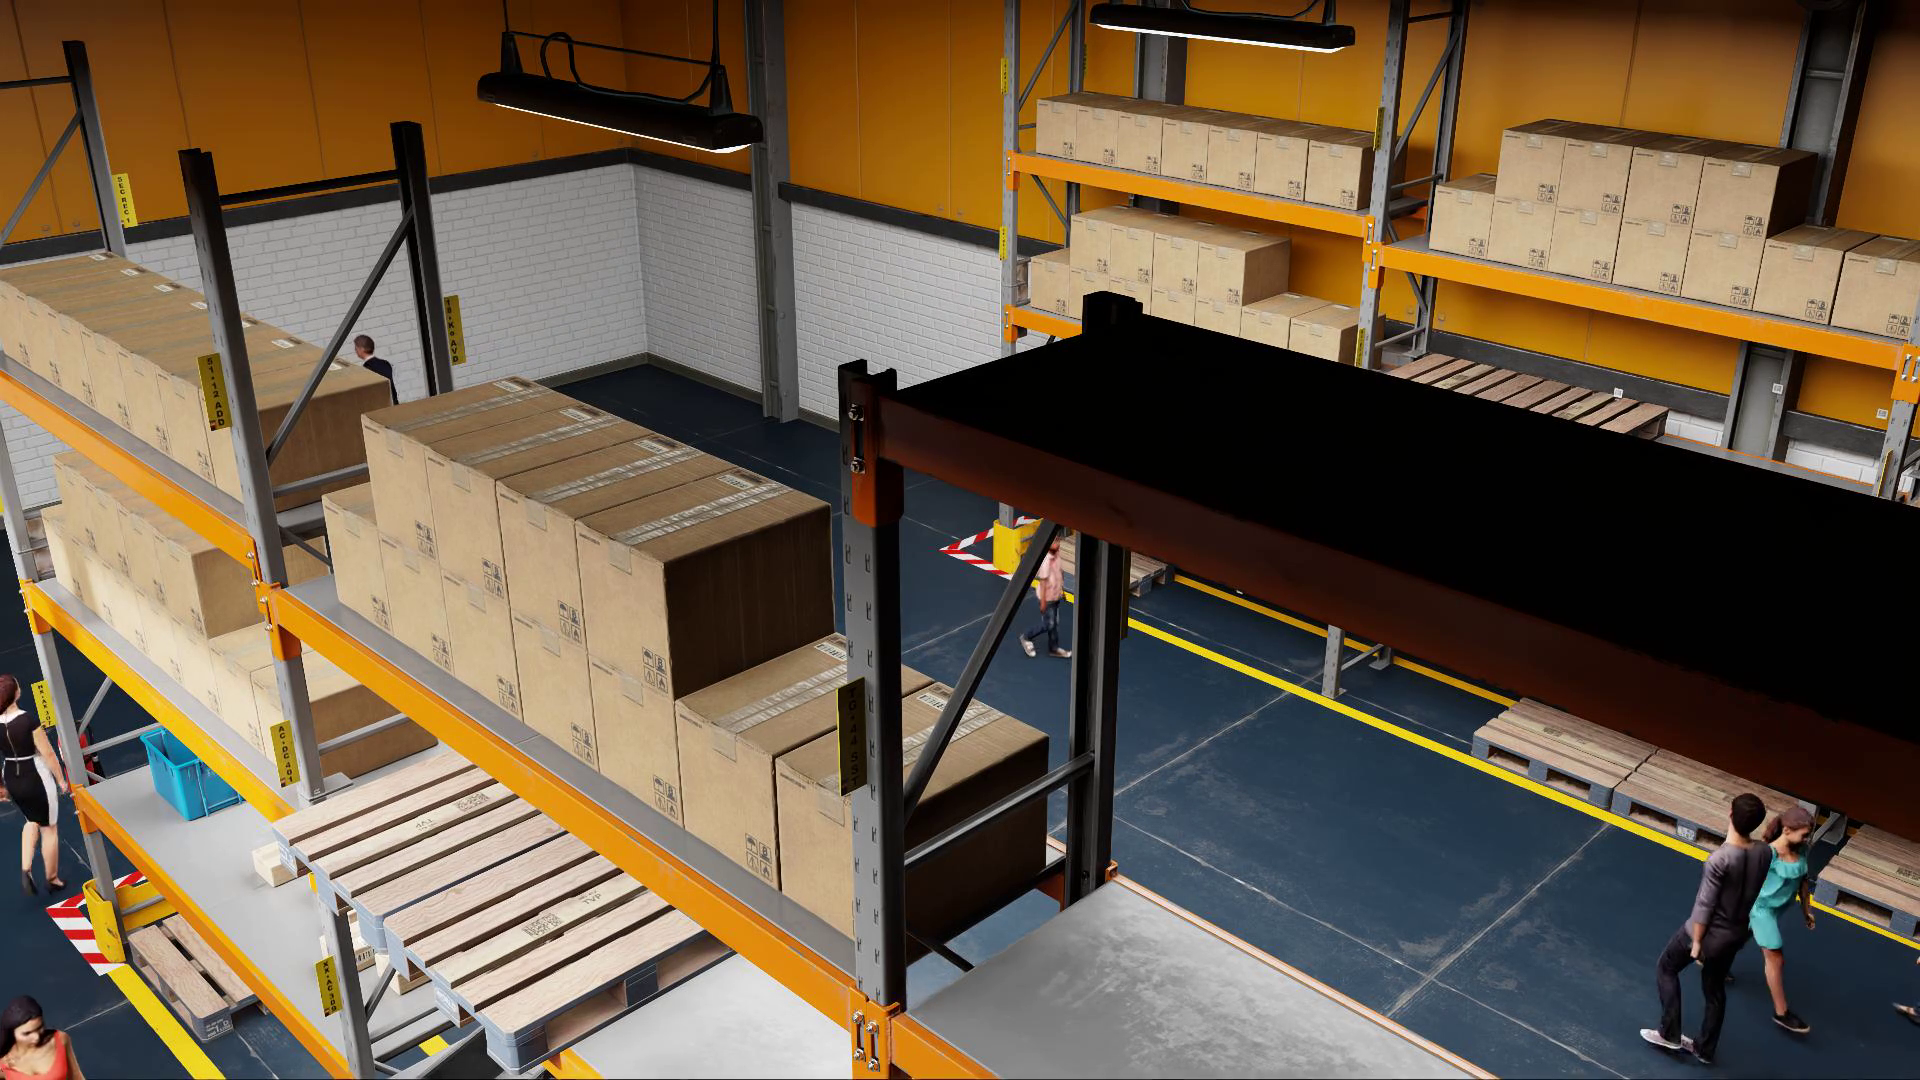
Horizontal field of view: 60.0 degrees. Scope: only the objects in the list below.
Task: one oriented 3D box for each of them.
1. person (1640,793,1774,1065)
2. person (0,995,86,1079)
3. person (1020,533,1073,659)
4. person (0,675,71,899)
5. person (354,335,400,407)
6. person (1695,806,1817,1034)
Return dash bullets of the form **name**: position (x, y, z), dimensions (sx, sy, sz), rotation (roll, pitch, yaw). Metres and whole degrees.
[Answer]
- **person**: position (4.712, 2.438, 10.195), dimensions (0.818, 1.826, 0.821), rotation (-9, 25, -20)
- **person**: position (-4.886, 3.120, 8.840), dimensions (1.218, 1.661, 0.796), rotation (15, 28, 30)
- **person**: position (0.778, 0.488, 15.312), dimensions (0.793, 1.299, 0.664), rotation (10, 25, 21)
- **person**: position (-6.580, 1.798, 11.711), dimensions (0.788, 1.784, 0.845), rotation (1, 24, 2)
- **person**: position (-6.646, -1.462, 19.152), dimensions (0.947, 1.798, 0.858), rotation (12, 27, 26)
- **person**: position (5.170, 2.347, 10.788), dimensions (0.775, 1.517, 1.143), rotation (-13, 27, -27)
